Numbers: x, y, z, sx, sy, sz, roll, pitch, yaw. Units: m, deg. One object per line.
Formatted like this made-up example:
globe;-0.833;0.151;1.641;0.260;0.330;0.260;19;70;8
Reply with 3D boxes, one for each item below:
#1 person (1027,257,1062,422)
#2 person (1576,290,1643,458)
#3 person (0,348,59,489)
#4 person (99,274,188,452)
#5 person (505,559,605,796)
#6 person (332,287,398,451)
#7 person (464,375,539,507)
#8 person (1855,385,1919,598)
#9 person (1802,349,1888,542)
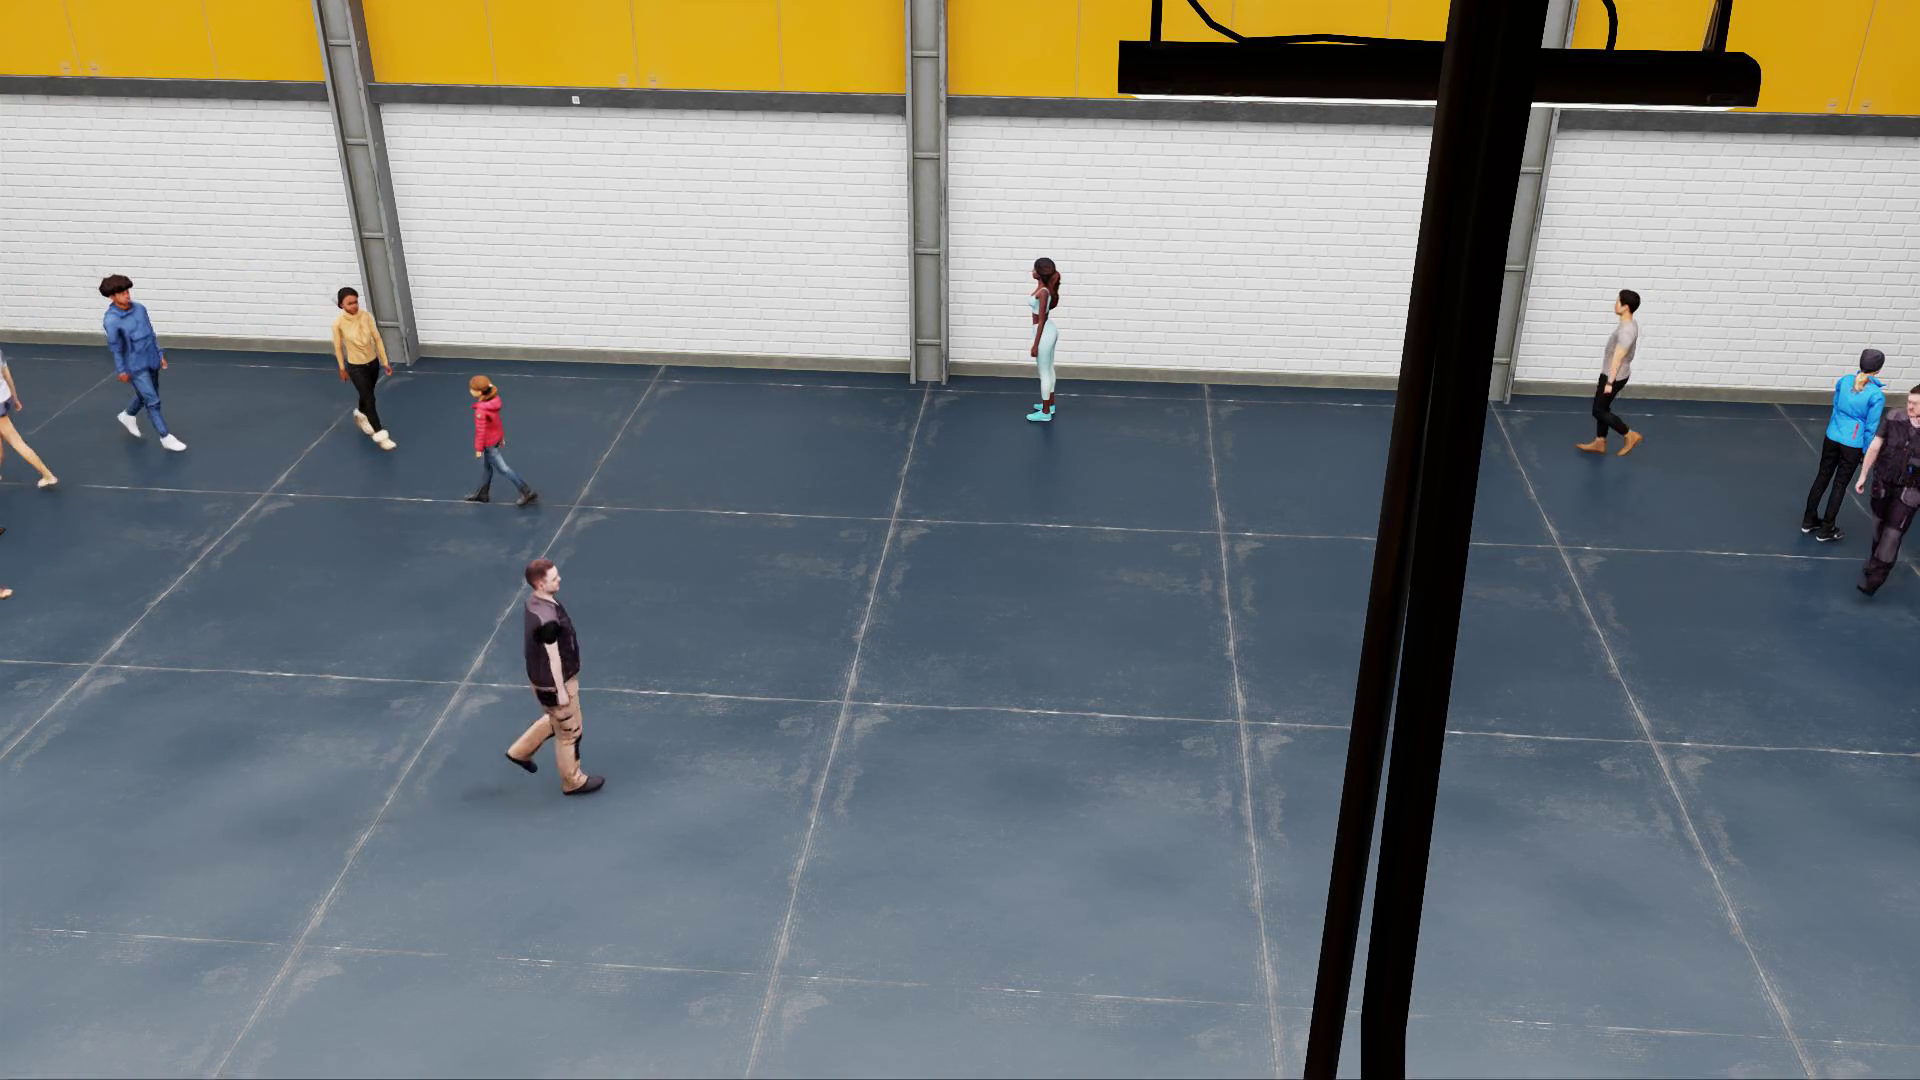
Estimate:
person;0.857;-2.051;16.937;0.580;1.724;0.598;7;29;13
person;6.417;-1.575;16.082;0.901;1.706;0.757;12;31;21
person;-8.892;-1.230;15.467;1.143;1.689;0.657;5;29;9
person;-8.123;-1.757;16.334;1.163;1.785;0.844;9;30;15
person;-2.860;0.951;11.326;0.993;1.826;0.875;-9;30;-16
person;-5.939;-1.731;16.462;1.033;1.617;1.152;-25;37;-38
person;-4.225;-0.884;15.254;0.928;1.286;0.528;1;29;3
person;7.896;-0.471;13.963;1.229;1.797;1.172;-23;36;-36
person;7.794;-0.850;14.658;0.701;1.798;0.689;-13;31;-23
